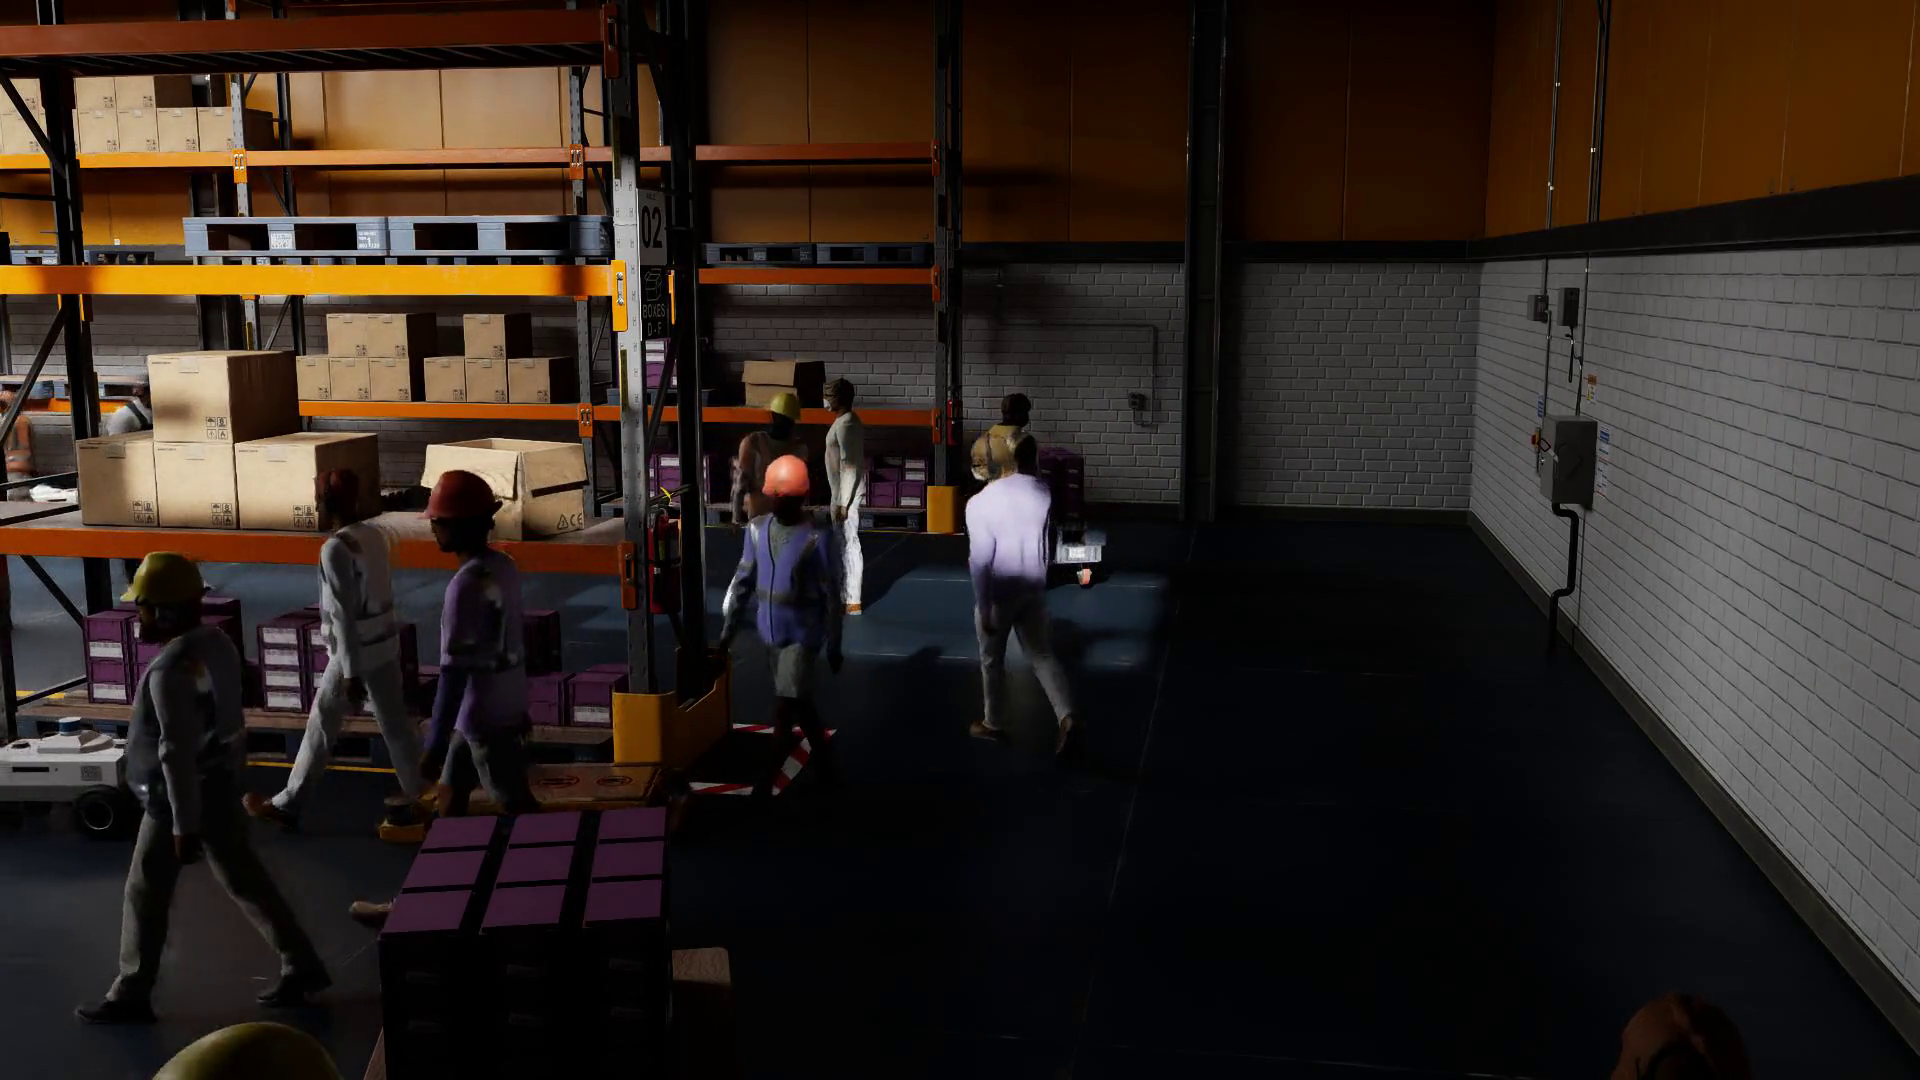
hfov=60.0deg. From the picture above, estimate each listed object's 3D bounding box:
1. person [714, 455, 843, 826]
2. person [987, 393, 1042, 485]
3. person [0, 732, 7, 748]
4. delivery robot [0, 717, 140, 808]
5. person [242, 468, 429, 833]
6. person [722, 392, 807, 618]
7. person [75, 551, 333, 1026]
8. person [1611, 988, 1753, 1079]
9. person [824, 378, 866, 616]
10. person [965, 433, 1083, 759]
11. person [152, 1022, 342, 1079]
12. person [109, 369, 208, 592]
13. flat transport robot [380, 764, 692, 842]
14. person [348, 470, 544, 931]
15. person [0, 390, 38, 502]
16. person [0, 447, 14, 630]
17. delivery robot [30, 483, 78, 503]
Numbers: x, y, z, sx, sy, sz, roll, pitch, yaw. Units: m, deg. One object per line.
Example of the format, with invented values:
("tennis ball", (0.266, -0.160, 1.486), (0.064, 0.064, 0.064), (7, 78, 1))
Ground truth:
("person", (-0.914, 0.487, 8.592), (0.630, 1.875, 1.017), (6, 11, 34))
("person", (0.434, -0.259, 13.317), (0.428, 1.839, 0.639), (-5, 10, -29))
("person", (-5.292, 0.546, 8.668), (0.439, 1.729, 0.502), (3, 10, 17))
("delivery robot", (-4.457, 1.133, 8.359), (0.707, 0.478, 0.477), (0, 9, 0))
("person", (-3.069, 0.565, 8.207), (0.973, 1.835, 0.592), (1, 9, 8))
("person", (-1.512, -0.219, 12.928), (0.630, 1.886, 0.736), (-6, 11, -35))
("person", (-2.831, 0.916, 6.180), (0.906, 1.792, 0.601), (0, 9, -3))
("person", (1.182, 1.537, 2.814), (0.511, 1.631, 0.269), (3, 10, 20))
("person", (-0.951, -0.352, 13.583), (0.373, 1.940, 0.630), (-1, 9, -5))
("person", (0.338, 0.325, 9.548), (0.657, 1.888, 0.934), (-6, 11, -33))
("person", (-0.839, 1.517, 2.075), (0.672, 1.902, 0.608), (-8, 12, -42))
("person", (-6.854, -0.509, 14.241), (0.919, 2.000, 0.707), (6, 11, 32))
("flat transport robot", (-2.112, 1.315, 8.401), (1.431, 0.197, 0.652), (0, 9, -2))
("person", (-2.005, 0.709, 6.831), (1.057, 1.989, 0.619), (-1, 9, -3))
("person", (-9.605, -0.692, 16.740), (0.809, 1.605, 0.533), (0, 9, -2))
("person", (-7.623, -0.277, 12.948), (0.382, 1.995, 0.612), (-5, 11, -30))
("delivery robot", (-9.874, -0.407, 17.914), (0.707, 0.478, 0.477), (-5, 11, -31))
